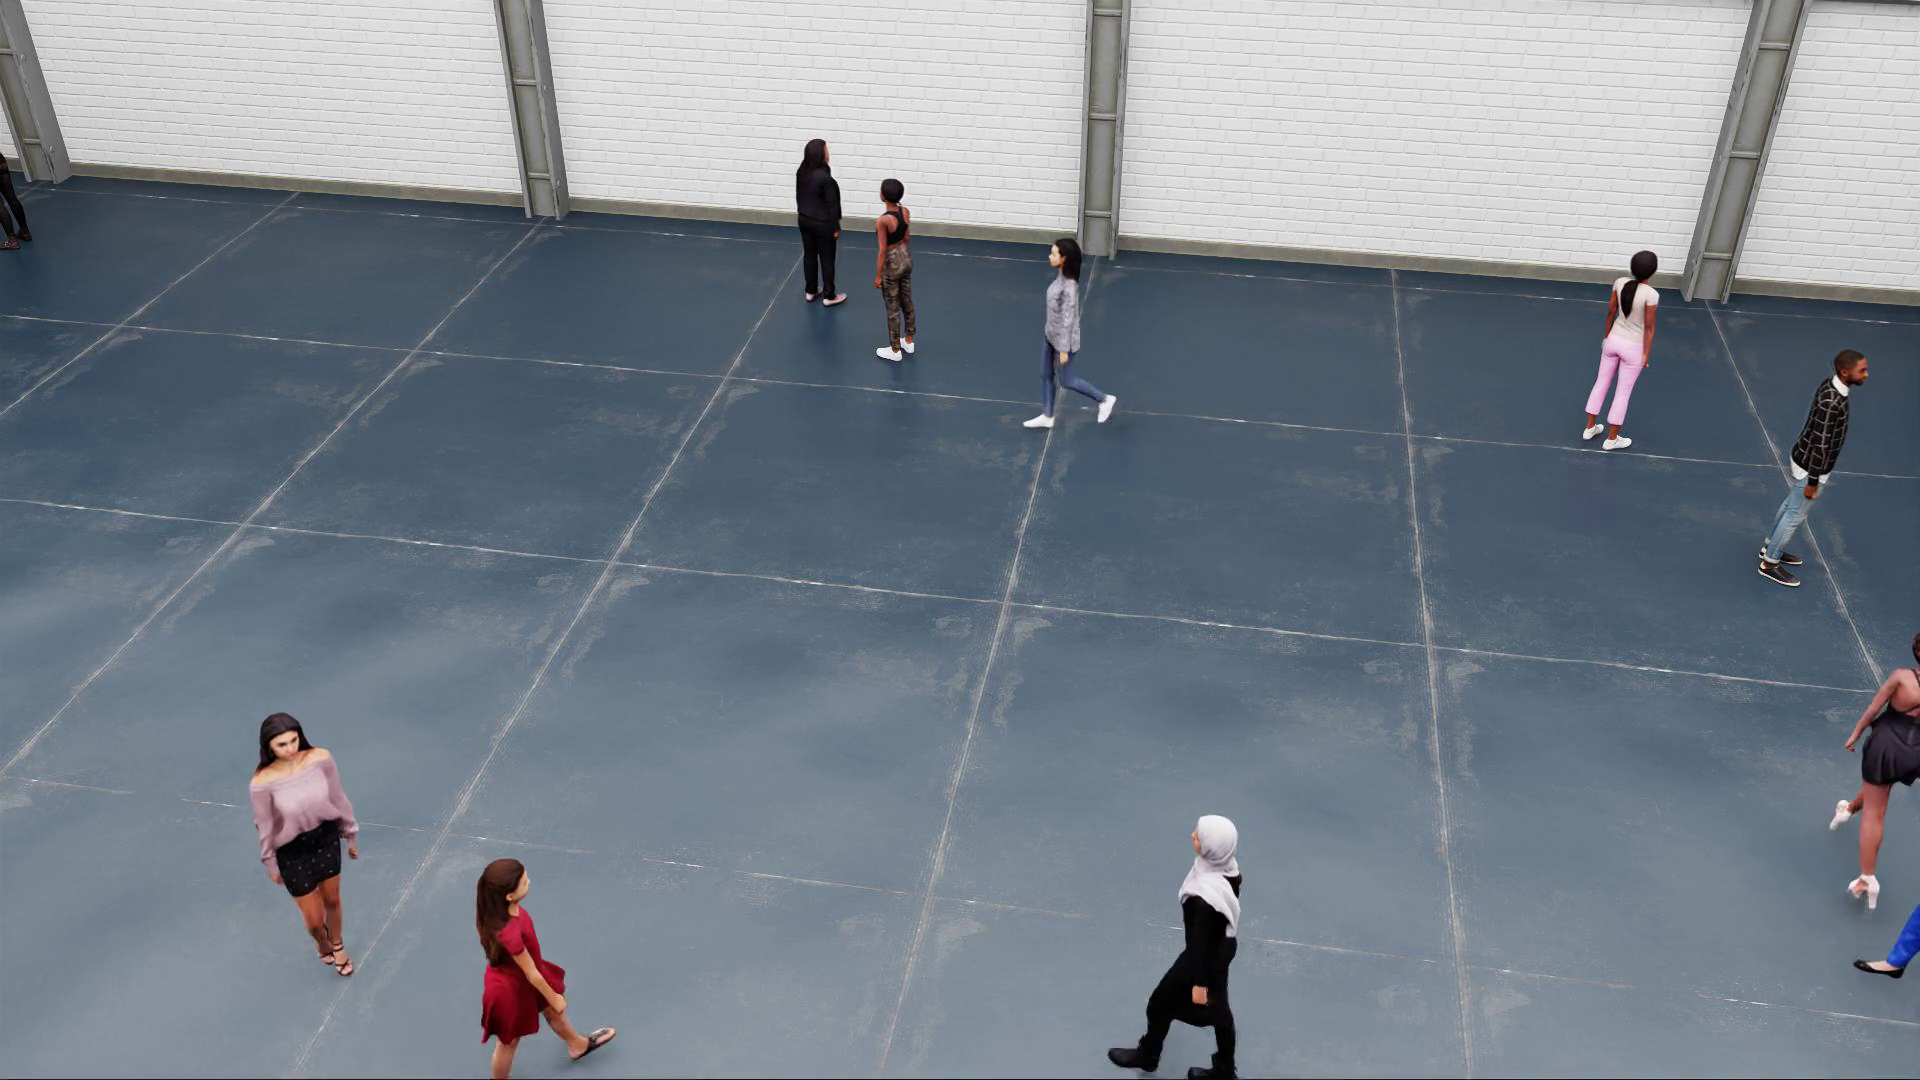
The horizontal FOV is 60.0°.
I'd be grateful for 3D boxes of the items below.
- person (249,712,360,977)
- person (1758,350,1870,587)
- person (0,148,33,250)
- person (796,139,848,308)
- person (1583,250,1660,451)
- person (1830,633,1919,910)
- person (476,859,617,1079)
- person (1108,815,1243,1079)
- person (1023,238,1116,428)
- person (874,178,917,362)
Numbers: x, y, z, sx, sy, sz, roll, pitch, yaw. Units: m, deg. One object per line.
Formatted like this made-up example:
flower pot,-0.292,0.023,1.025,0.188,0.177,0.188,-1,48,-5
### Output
person,-3.456,1.596,8.739,0.770,1.801,0.811,-27,42,-34
person,6.121,-0.555,11.959,0.658,1.819,0.731,16,37,23
person,-9.885,-3.793,16.990,0.496,1.642,0.568,7,34,10
person,-1.355,-3.019,15.853,0.718,1.612,0.816,24,40,31
person,5.412,-1.563,13.550,0.710,1.736,0.657,-20,38,-27
person,5.217,1.289,9.268,1.034,1.726,0.689,7,34,10
person,-2.239,2.193,8.092,0.987,1.524,0.829,-12,36,-18
person,1.275,2.070,8.067,0.969,1.756,0.786,15,37,21
person,0.929,-1.663,13.724,1.070,1.711,0.814,-4,34,-5
person,-0.586,-2.430,14.889,0.677,1.699,0.658,25,41,32
